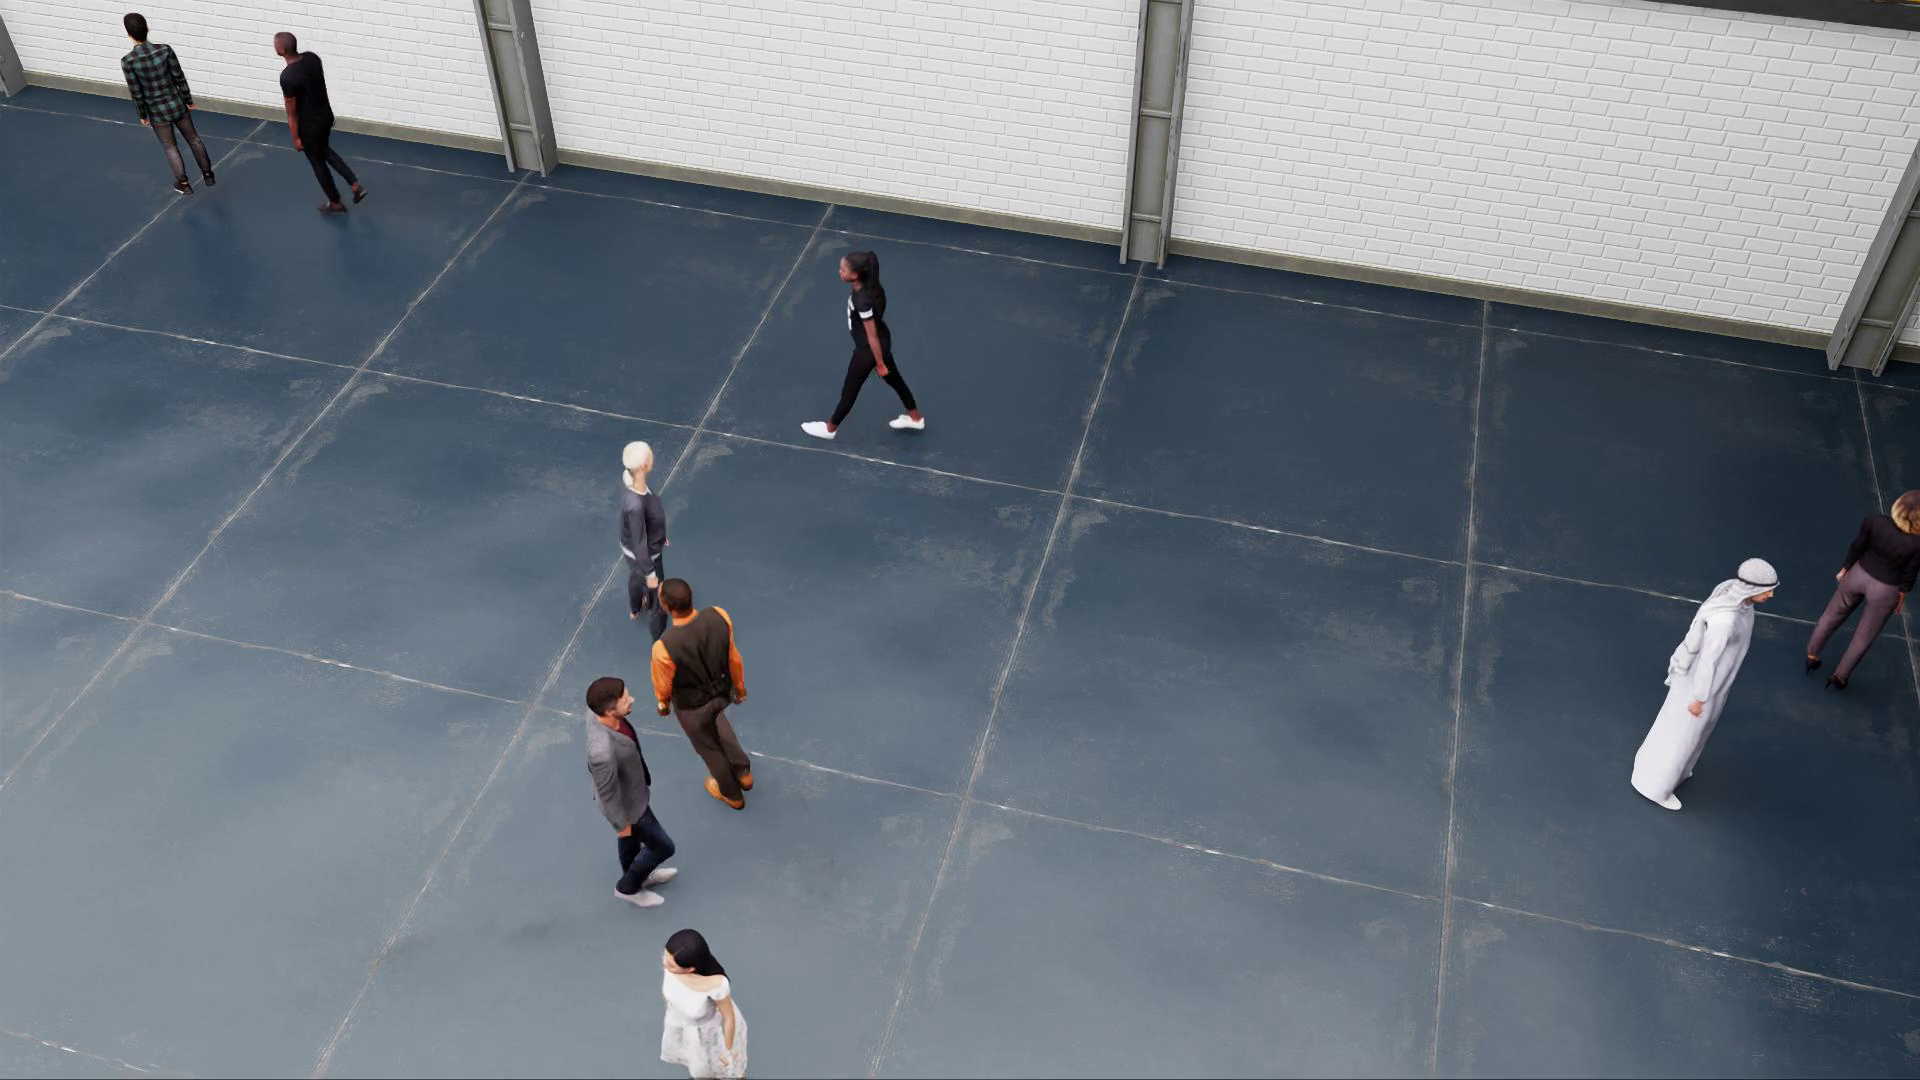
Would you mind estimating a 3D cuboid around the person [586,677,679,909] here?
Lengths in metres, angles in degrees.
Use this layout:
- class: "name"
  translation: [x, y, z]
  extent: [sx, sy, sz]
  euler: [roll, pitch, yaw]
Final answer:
- class: "person"
  translation: [-1.982, 1.465, 9.436]
  extent: [0.824, 1.865, 0.816]
  euler: [-9, 44, -10]

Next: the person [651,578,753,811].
- class: "person"
  translation: [-1.460, 1.003, 9.903]
  extent: [0.827, 1.889, 0.858]
  euler: [-32, 52, -29]

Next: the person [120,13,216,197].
- class: "person"
  translation: [-7.140, -3.929, 14.951]
  extent: [0.747, 1.715, 0.734]
  euler: [-30, 51, -28]

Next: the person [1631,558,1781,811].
- class: "person"
  translation: [4.489, 0.831, 10.055]
  extent: [0.748, 1.929, 0.775]
  euler: [24, 48, 23]

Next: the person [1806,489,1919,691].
- class: "person"
  translation: [5.881, 0.340, 10.758]
  extent: [0.734, 1.670, 0.651]
  euler: [-28, 50, -26]

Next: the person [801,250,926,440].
- class: "person"
  translation: [-0.598, -1.430, 12.617]
  extent: [1.261, 1.668, 0.878]
  euler: [-2, 44, -2]

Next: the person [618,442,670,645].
- class: "person"
  translation: [-2.103, 0.093, 10.987]
  extent: [0.937, 1.712, 0.984]
  euler: [-5, 44, -5]

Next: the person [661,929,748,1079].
- class: "person"
  translation: [-1.299, 2.485, 8.431]
  extent: [0.696, 1.773, 0.803]
  euler: [27, 50, 25]

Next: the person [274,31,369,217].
- class: "person"
  translation: [-5.705, -3.700, 14.899]
  extent: [0.776, 1.807, 0.689]
  euler: [13, 45, 14]
